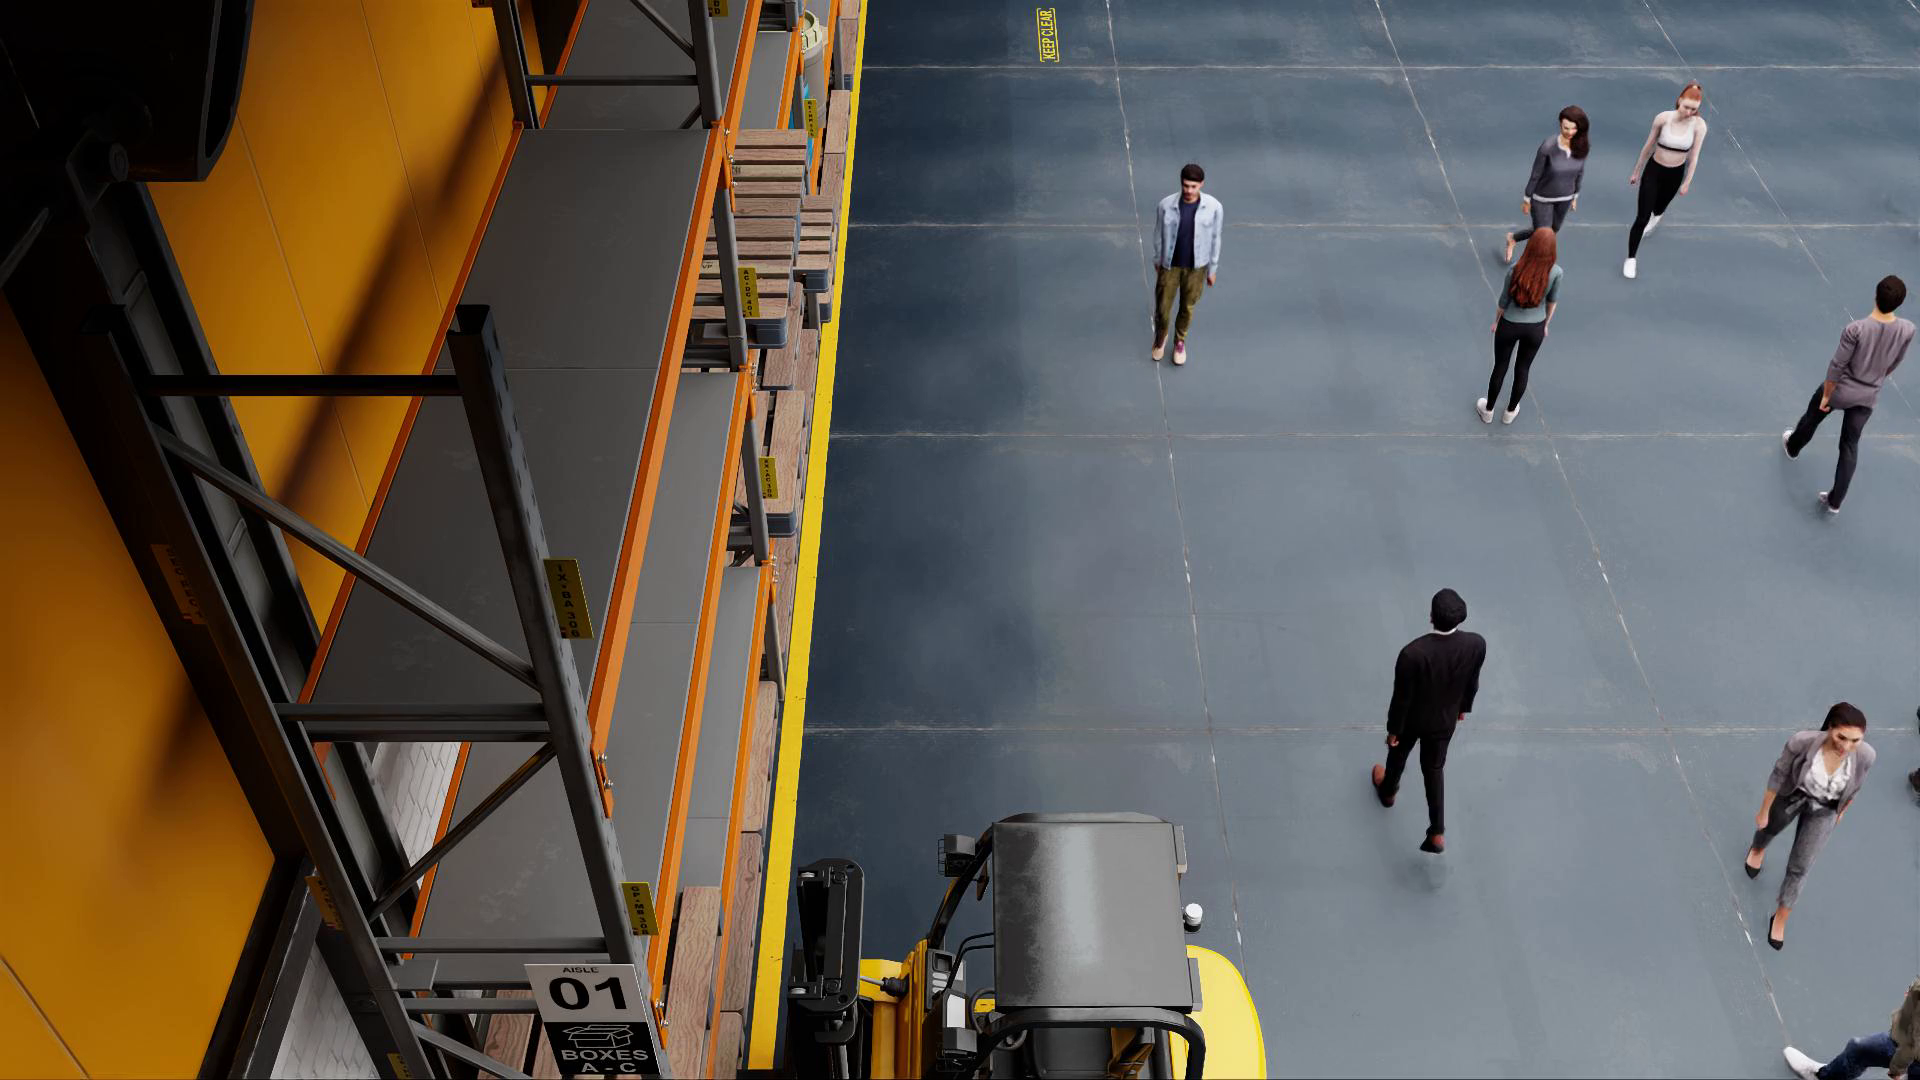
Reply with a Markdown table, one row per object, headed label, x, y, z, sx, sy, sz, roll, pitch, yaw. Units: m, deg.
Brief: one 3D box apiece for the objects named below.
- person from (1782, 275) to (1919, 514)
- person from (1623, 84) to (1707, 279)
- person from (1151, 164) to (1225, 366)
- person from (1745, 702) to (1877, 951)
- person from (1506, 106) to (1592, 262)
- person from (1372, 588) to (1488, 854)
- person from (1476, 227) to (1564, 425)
| label | x | y | z | sx | sy | sz | roll | pitch | yaw |
| --- | --- | --- | --- | --- | --- | --- | --- | --- | --- |
| person | 6.469 | -1.020 | 12.000 | 0.780 | 1.810 | 1.204 | 5 | 44 | 5 |
| person | 6.068 | -3.172 | 14.330 | 0.929 | 1.712 | 1.225 | 18 | 46 | 18 |
| person | 1.790 | -2.231 | 13.279 | 0.698 | 1.799 | 0.648 | 4 | 44 | 4 |
| person | 4.814 | 1.466 | 9.515 | 0.895 | 1.638 | 1.129 | 15 | 46 | 15 |
| person | 4.939 | -2.920 | 14.045 | 0.799 | 1.740 | 1.090 | -12 | 45 | -13 |
| person | 2.765 | 1.089 | 9.751 | 0.800 | 1.859 | 1.119 | -5 | 44 | -5 |
| person | 4.274 | -1.618 | 12.675 | 0.619 | 1.744 | 0.603 | 8 | 44 | 8 |
